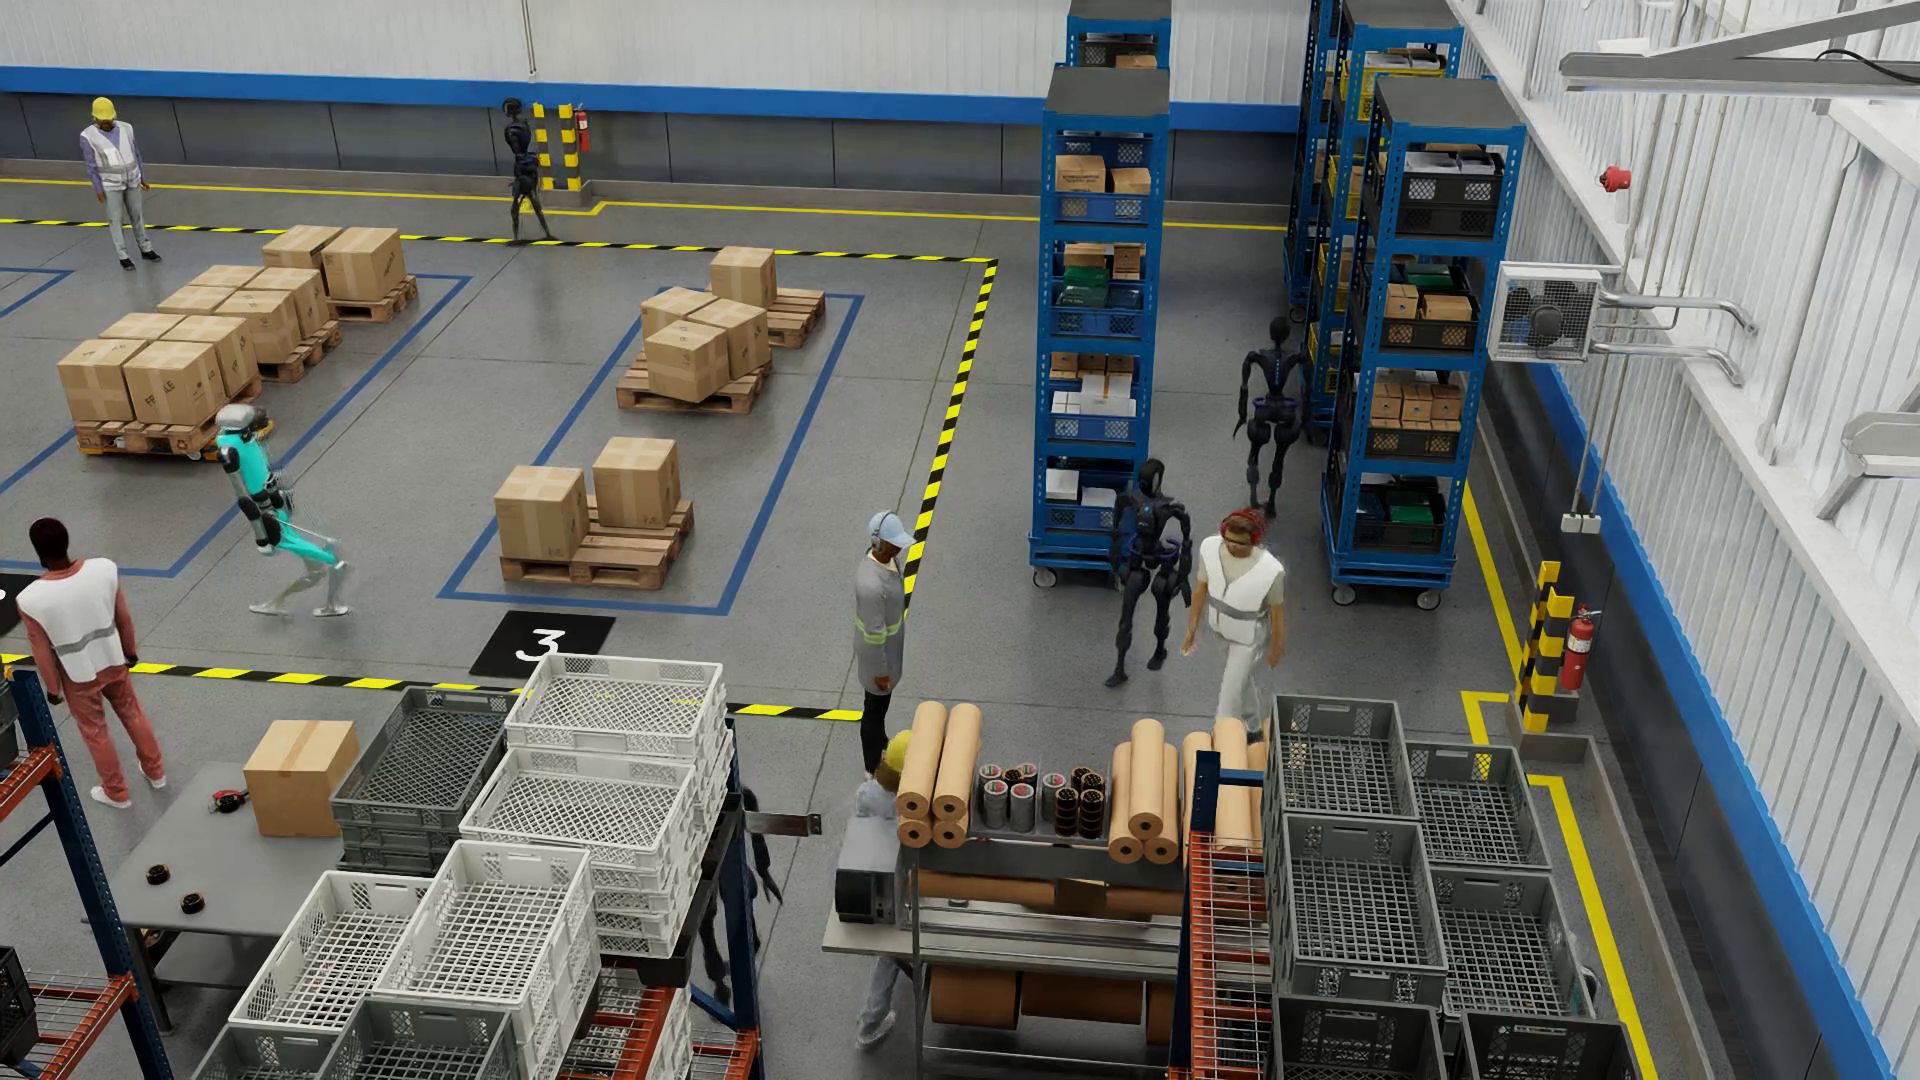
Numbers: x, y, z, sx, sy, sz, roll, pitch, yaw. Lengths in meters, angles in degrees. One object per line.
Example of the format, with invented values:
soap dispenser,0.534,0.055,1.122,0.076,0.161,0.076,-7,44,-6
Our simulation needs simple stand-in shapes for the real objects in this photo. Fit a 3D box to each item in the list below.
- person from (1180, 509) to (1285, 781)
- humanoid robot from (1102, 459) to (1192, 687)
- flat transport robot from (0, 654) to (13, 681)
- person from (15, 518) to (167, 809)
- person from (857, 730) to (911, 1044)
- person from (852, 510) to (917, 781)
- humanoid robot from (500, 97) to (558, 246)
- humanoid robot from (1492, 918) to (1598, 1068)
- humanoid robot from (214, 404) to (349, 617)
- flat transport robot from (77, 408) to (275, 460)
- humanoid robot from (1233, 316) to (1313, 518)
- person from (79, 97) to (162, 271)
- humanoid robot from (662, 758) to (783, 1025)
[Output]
person,1.604,0.617,10.089,0.938,1.791,0.555,-24,38,-35
humanoid robot,1.243,0.224,10.909,0.608,1.637,0.680,13,33,21
flat transport robot,-7.142,0.969,11.010,1.431,0.231,0.659,3,30,6
person,-5.094,0.739,9.774,0.381,1.912,0.590,18,35,28
person,-0.284,1.681,8.370,0.486,1.683,0.936,20,36,30
person,-0.440,0.641,10.002,0.396,1.850,0.587,3,30,5
humanoid robot,-4.813,-4.024,18.192,0.604,1.639,0.600,-2,30,-3
humanoid robot,2.281,2.469,6.984,0.547,1.766,0.801,10,32,17
humanoid robot,-4.596,-0.139,11.430,0.969,1.728,0.540,-3,30,-5
flat transport robot,-6.728,-0.944,14.268,1.431,0.197,0.652,3,30,6
humanoid robot,2.434,-0.927,12.867,0.608,1.633,0.429,3,30,5
person,-8.903,-3.795,17.647,0.404,1.822,0.590,21,36,32
humanoid robot,-1.218,1.712,8.370,0.599,1.658,0.419,-13,33,-22
